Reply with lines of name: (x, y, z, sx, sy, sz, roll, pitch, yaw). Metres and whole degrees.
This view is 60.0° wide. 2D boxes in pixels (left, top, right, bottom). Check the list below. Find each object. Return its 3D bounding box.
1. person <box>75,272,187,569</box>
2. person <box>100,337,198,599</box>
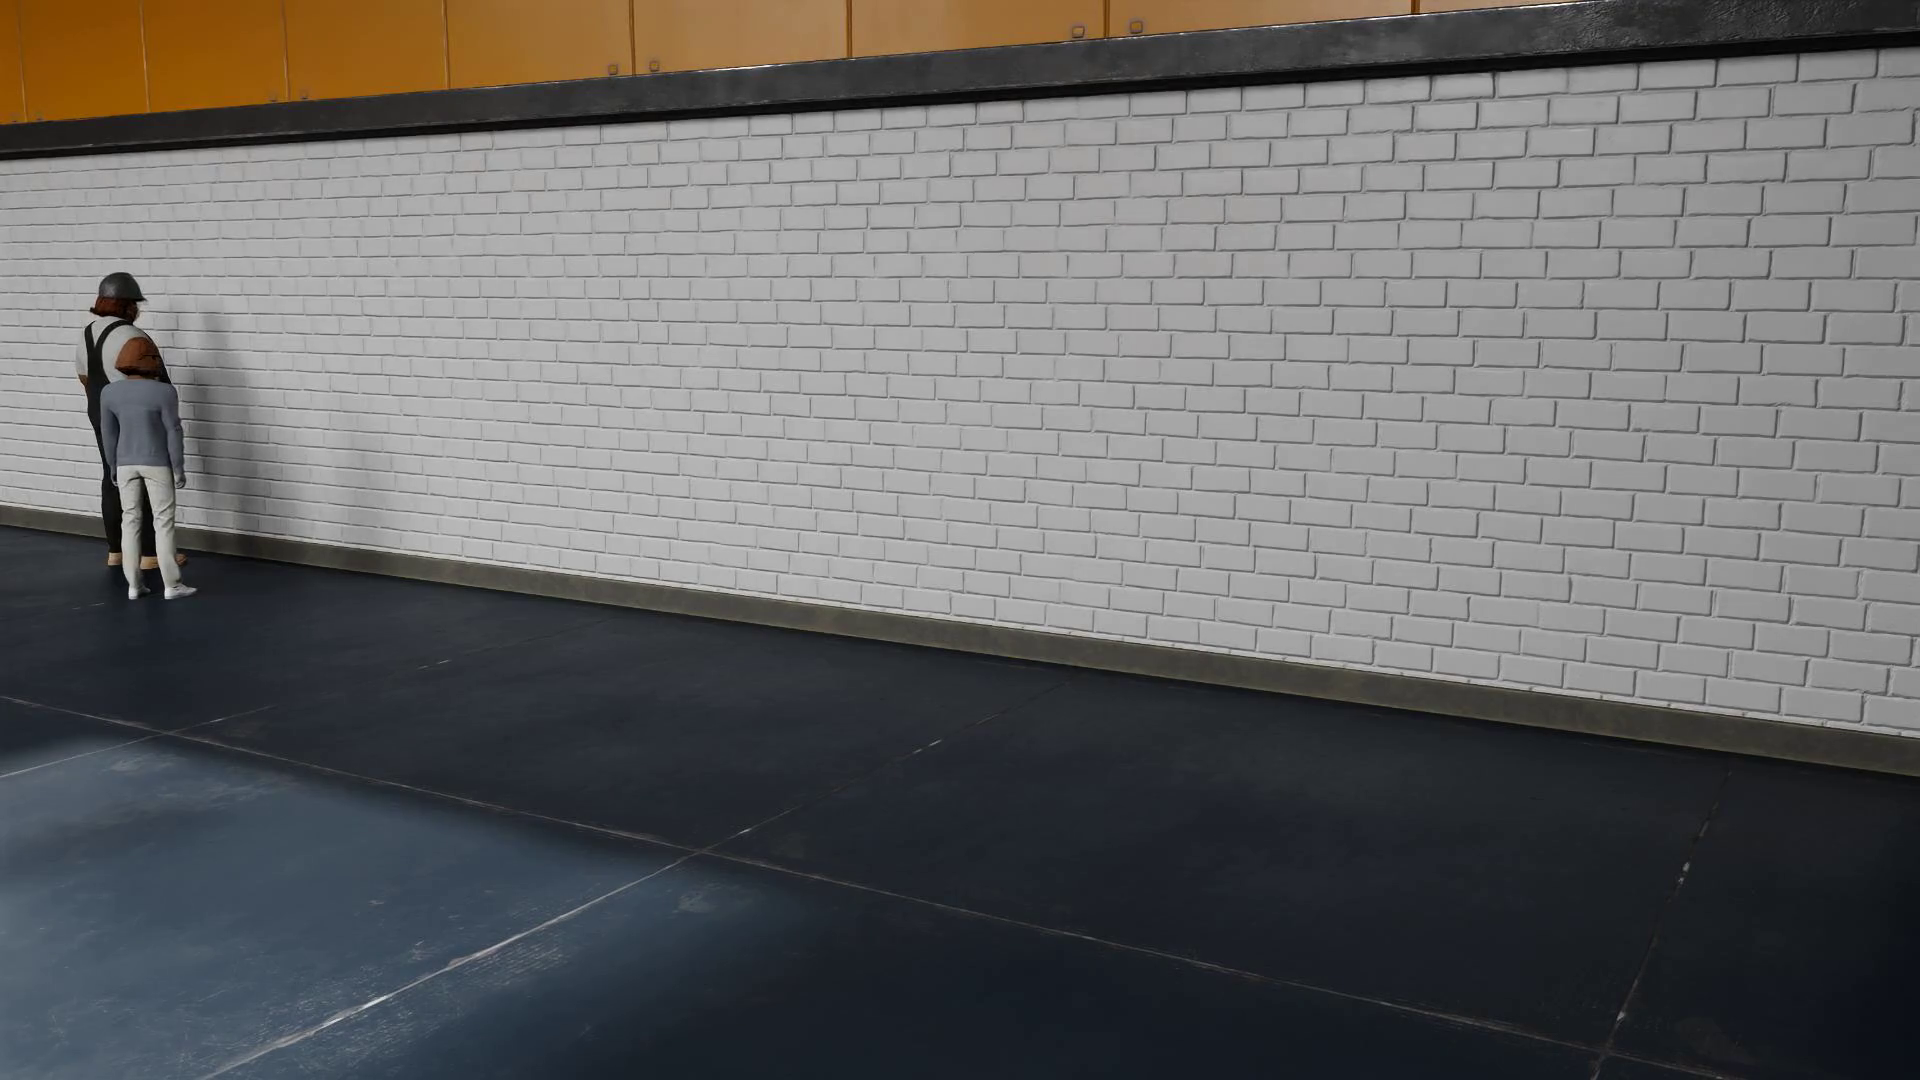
person: (-5.692, -0.825, 11.470, 0.683, 2.000, 0.538, 5, 10, 28)
person: (-5.056, -0.440, 10.335, 0.501, 1.631, 0.287, 1, 9, 4)
